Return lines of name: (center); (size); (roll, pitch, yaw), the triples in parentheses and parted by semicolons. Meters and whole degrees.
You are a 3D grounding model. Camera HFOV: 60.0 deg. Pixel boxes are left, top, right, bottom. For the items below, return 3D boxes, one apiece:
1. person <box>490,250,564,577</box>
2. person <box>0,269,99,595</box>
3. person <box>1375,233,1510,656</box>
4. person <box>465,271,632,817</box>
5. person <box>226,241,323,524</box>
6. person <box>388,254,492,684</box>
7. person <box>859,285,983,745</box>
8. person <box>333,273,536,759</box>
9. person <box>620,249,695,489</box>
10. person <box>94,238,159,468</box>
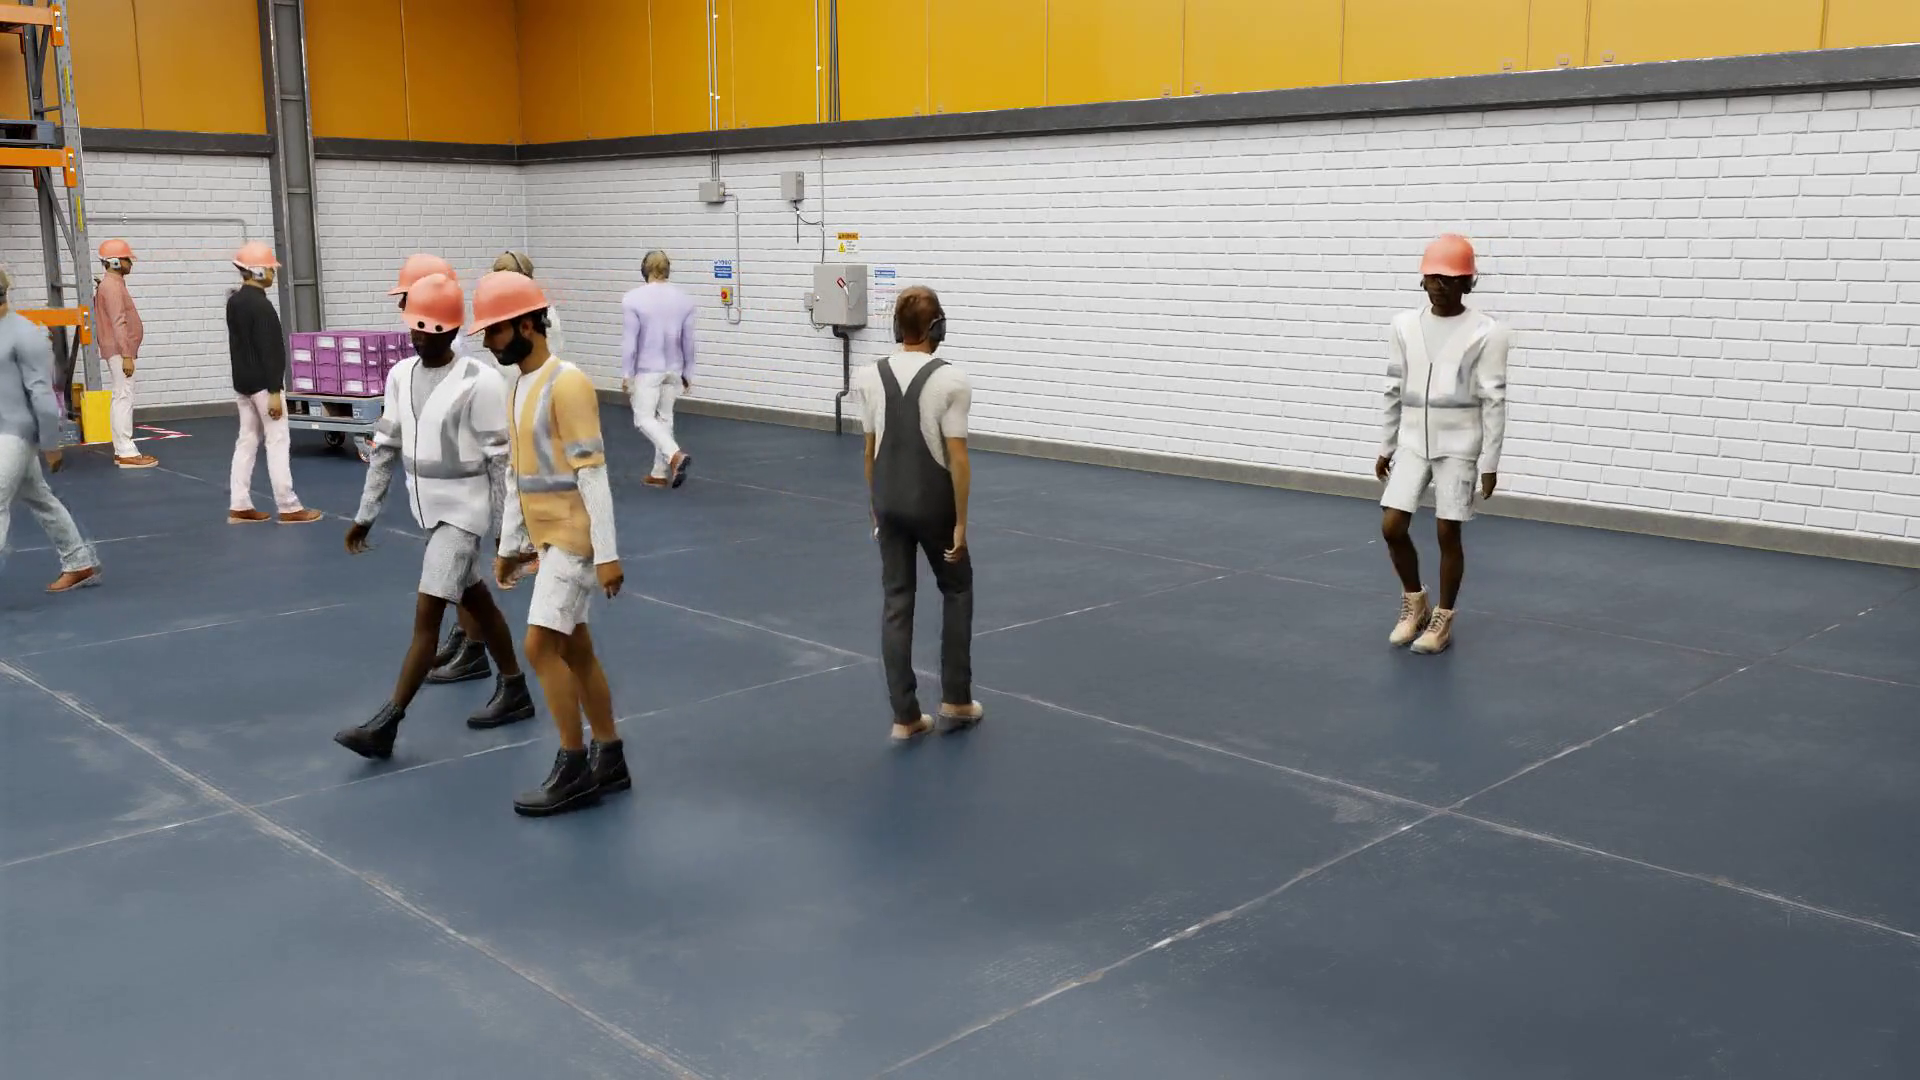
person: (-2.578, -0.746, 9.912); (0.378, 1.933, 0.628); (-9, 14, -42)
person: (-5.203, -0.559, 9.049); (0.635, 1.885, 1.071); (6, 12, 31)
person: (2.275, -0.435, 7.952); (0.650, 2.024, 0.489); (9, 14, 39)
person: (-1.469, 0.013, 5.868); (0.618, 1.900, 0.604); (-7, 12, -33)
person: (-4.886, -1.091, 11.658); (0.614, 1.999, 0.446); (9, 14, 41)
person: (-2.348, -0.315, 7.542); (0.375, 1.939, 0.546); (-4, 11, -20)
person: (-0.141, -0.110, 6.734); (0.502, 1.822, 0.665); (4, 11, 21)
person: (-2.068, -0.095, 6.520); (0.595, 1.868, 0.987); (7, 13, 34)
person: (-2.341, -1.322, 13.093); (0.636, 1.917, 0.716); (-9, 14, -41)
person: (-7.321, -1.629, 14.546); (0.376, 1.997, 0.612); (-6, 12, -31)
